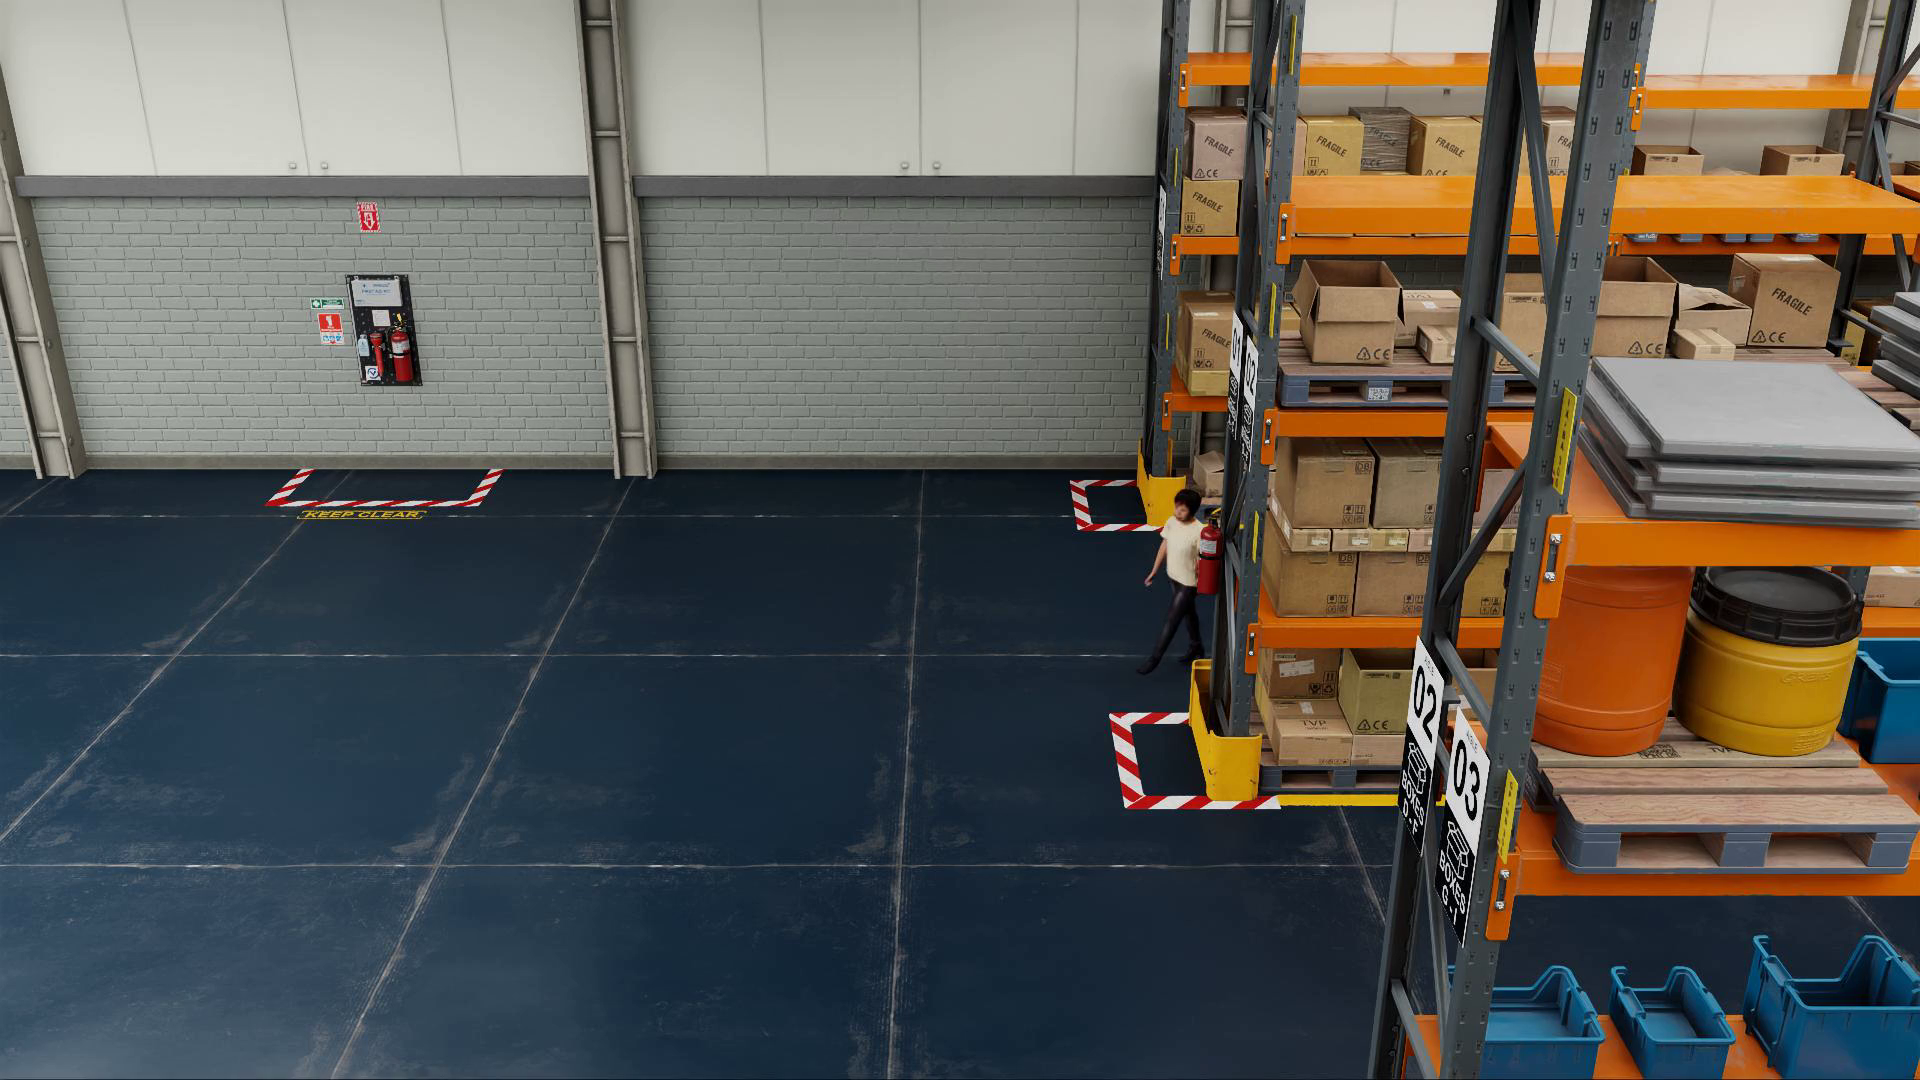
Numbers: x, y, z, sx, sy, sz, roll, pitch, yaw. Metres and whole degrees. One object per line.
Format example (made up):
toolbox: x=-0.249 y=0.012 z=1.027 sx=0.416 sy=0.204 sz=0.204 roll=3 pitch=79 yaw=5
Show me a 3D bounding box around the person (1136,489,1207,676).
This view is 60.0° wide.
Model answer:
person: x=1.821 y=0.311 z=13.031 sx=1.030 sy=1.551 sz=0.851 roll=-10 pitch=25 yaw=-22
